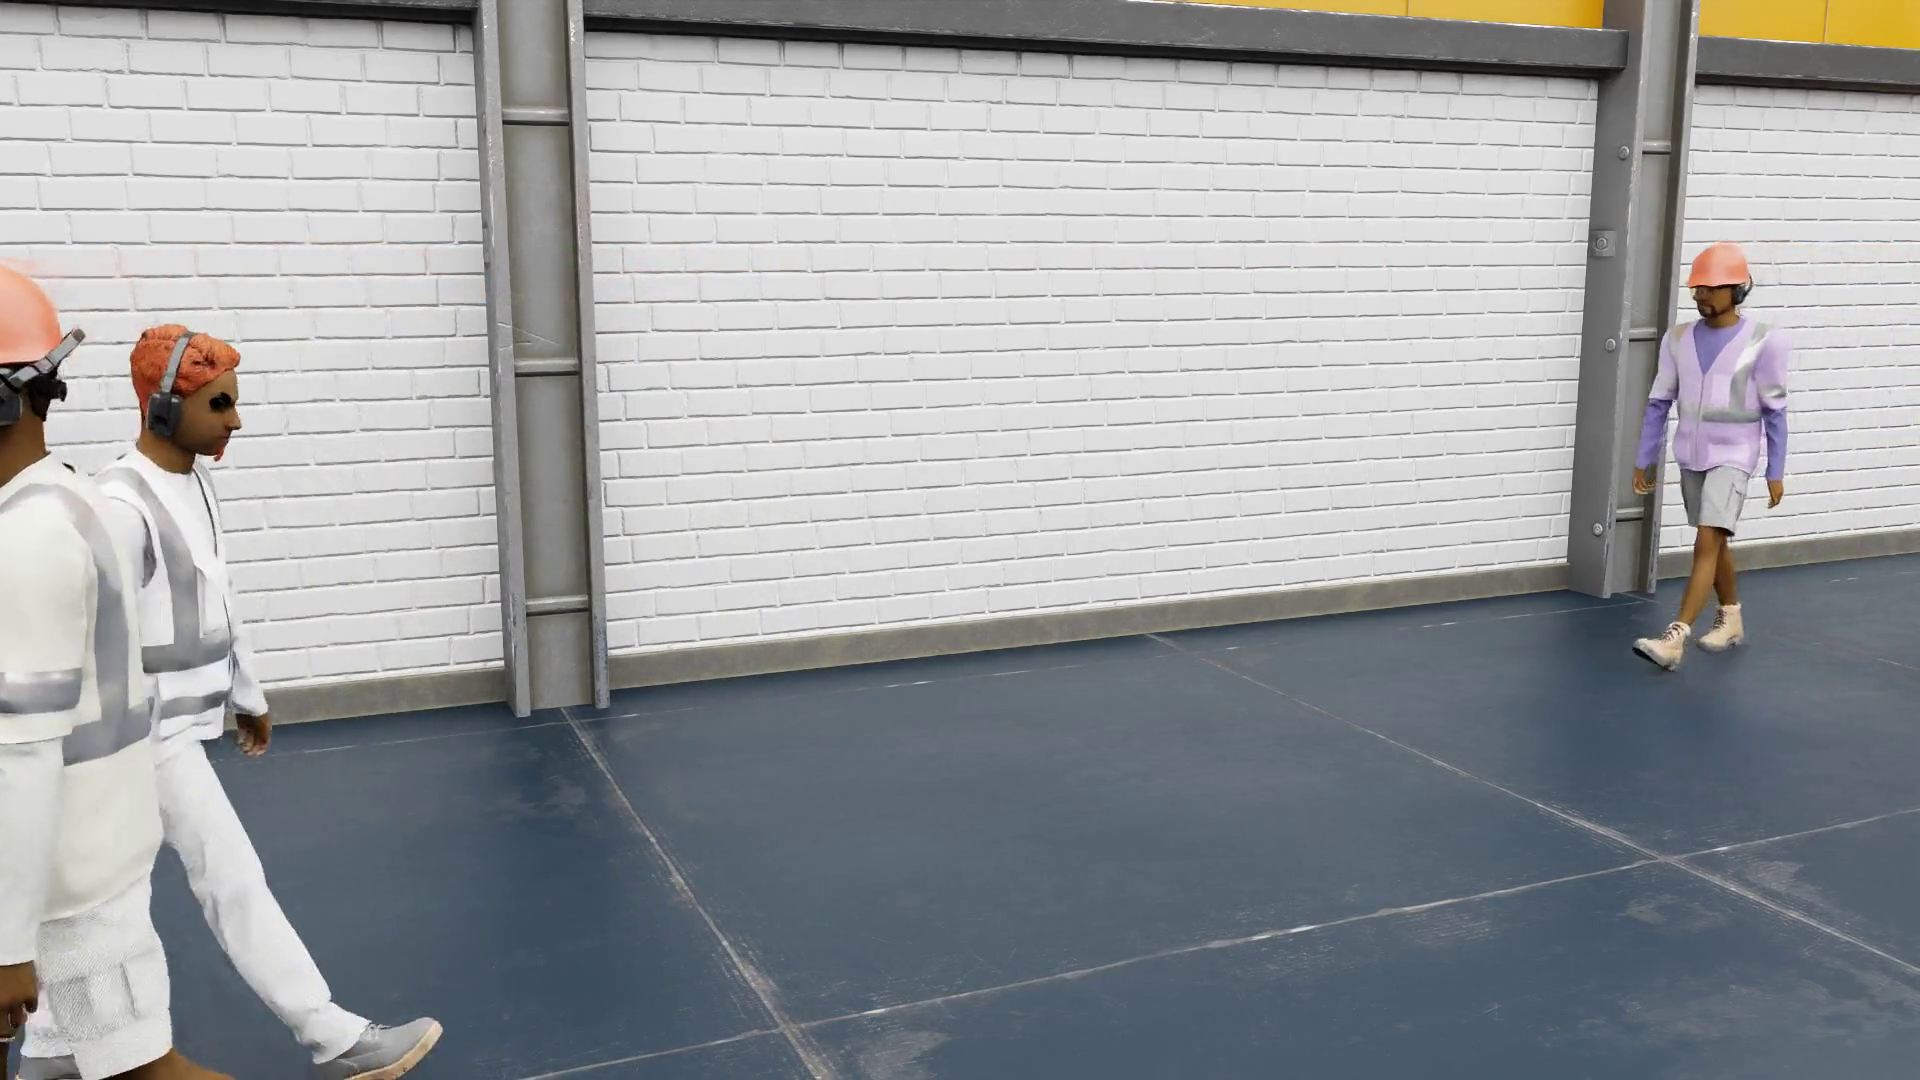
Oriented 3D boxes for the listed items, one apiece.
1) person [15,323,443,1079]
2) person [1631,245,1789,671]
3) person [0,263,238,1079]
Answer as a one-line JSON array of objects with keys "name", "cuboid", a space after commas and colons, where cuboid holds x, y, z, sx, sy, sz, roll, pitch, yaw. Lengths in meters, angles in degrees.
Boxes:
[{"name": "person", "cuboid": [-1.757, 0.427, 3.811, 1.015, 1.824, 0.669, -2, 10, -12]}, {"name": "person", "cuboid": [3.541, -0.391, 7.916, 1.055, 1.985, 0.639, -7, 12, -33]}, {"name": "person", "cuboid": [-1.486, 0.518, 2.869, 0.991, 2.007, 0.623, -6, 12, -29]}]
